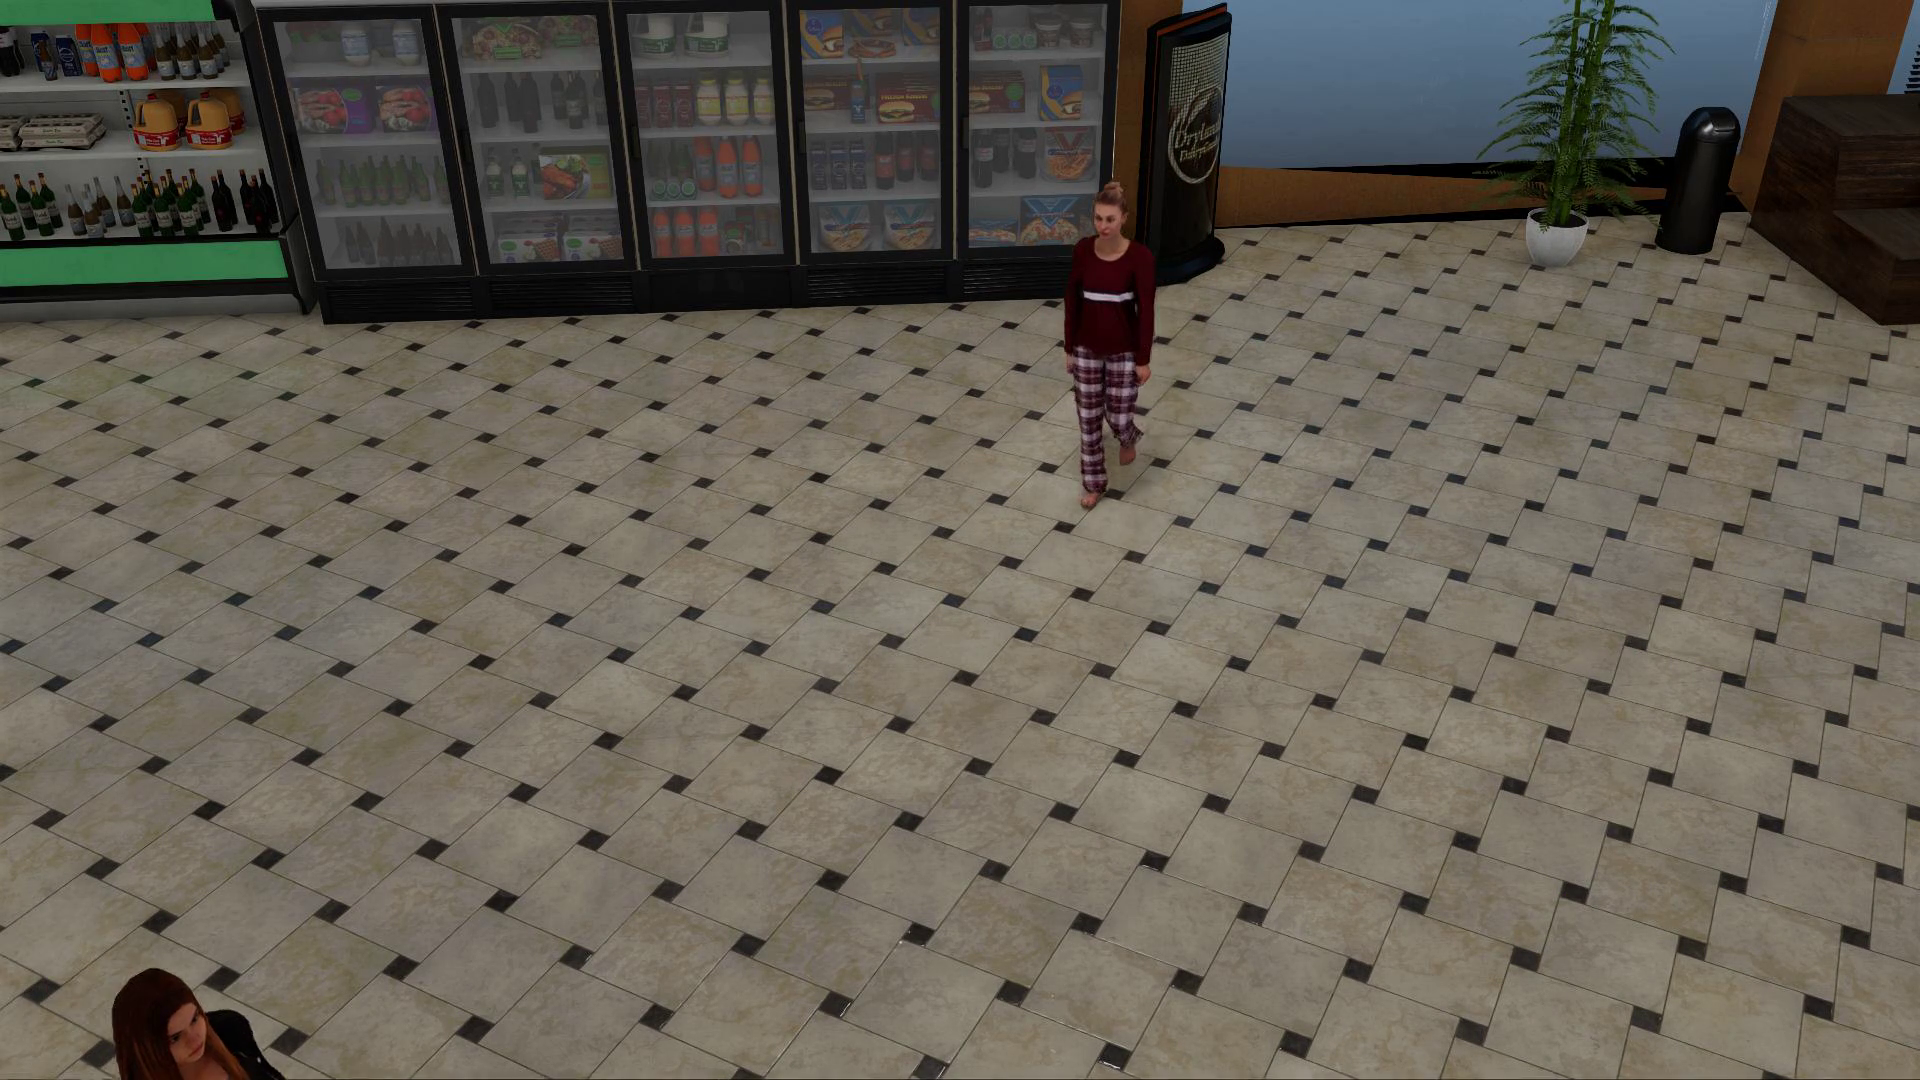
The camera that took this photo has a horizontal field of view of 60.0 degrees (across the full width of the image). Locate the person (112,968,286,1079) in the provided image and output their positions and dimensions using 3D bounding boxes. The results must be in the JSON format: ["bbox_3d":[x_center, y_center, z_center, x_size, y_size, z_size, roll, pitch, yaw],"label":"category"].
[{"bbox_3d":[-1.859,1.673,4.203,1.129,1.680,0.846,10,33,15],"label":"person"}]

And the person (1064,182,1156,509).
[{"bbox_3d":[0.781,-0.995,8.486,0.826,1.686,0.868,12,34,19],"label":"person"}]
